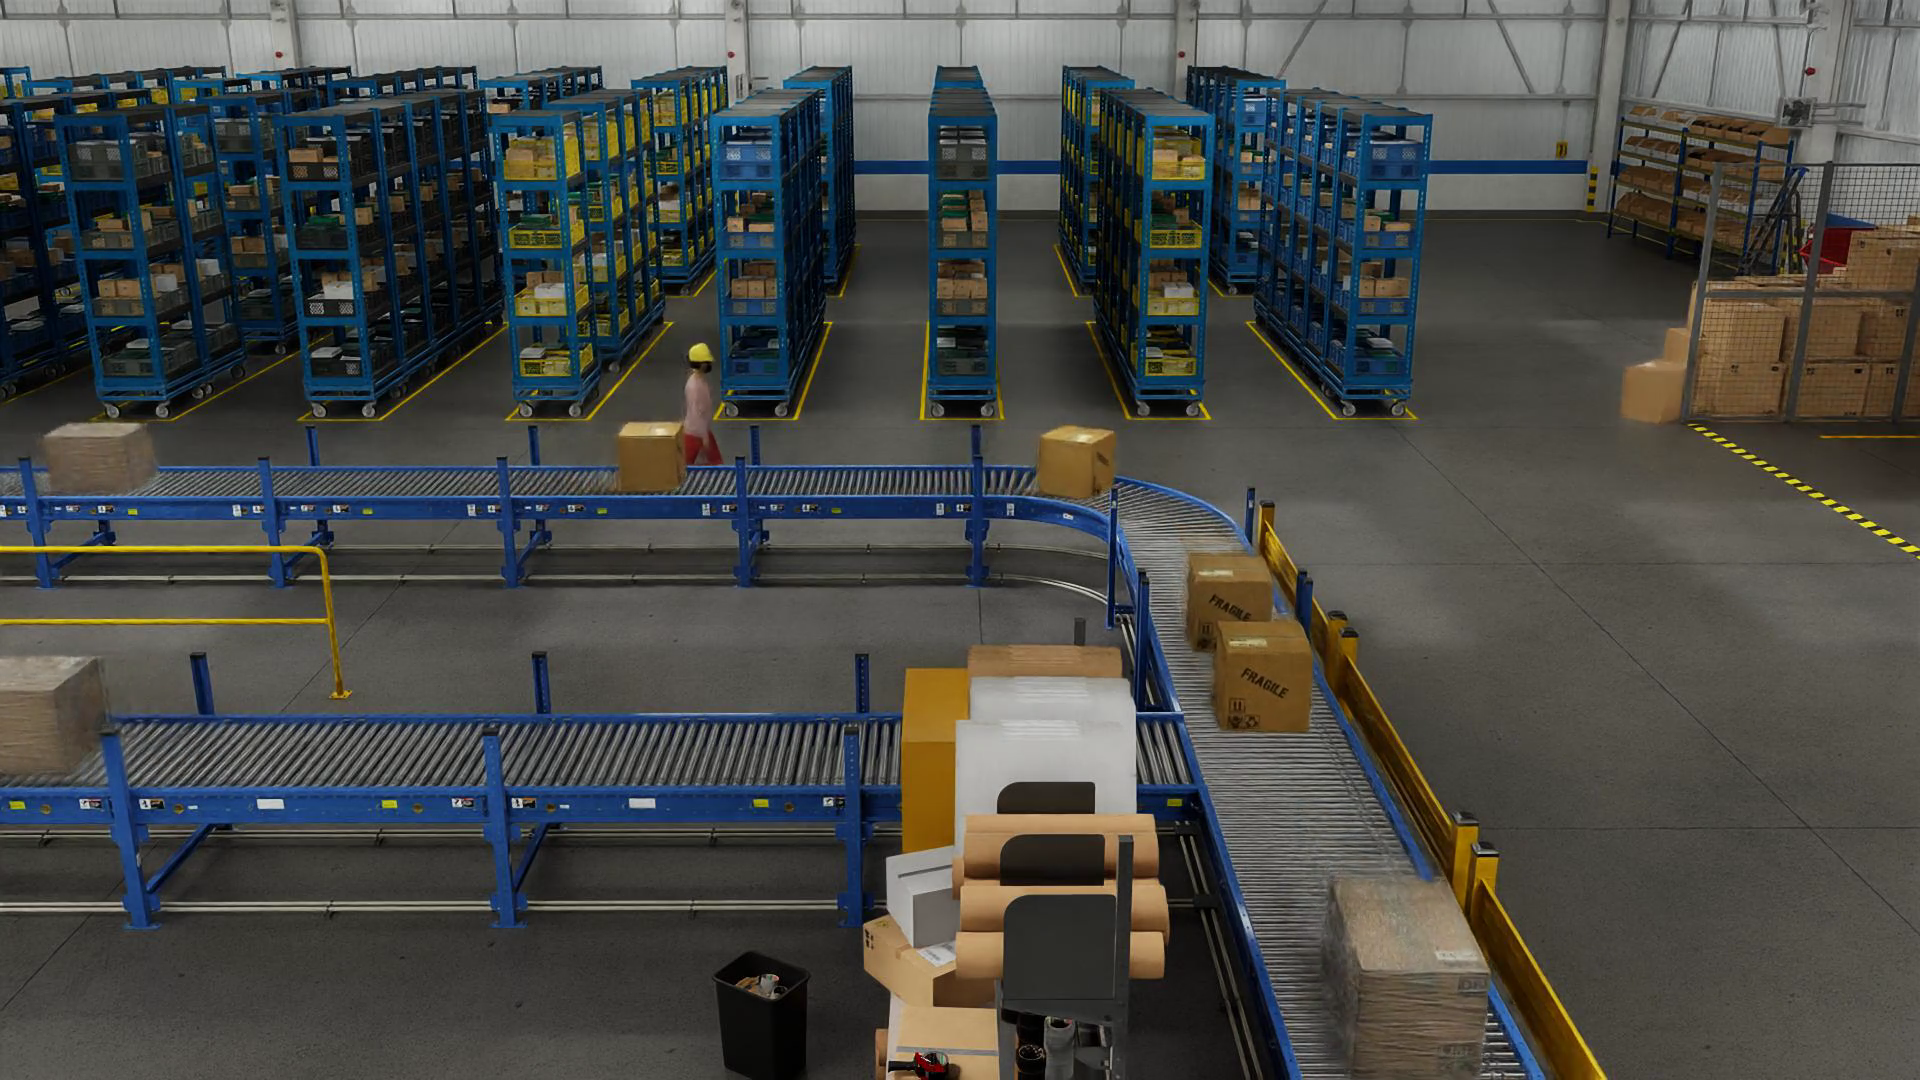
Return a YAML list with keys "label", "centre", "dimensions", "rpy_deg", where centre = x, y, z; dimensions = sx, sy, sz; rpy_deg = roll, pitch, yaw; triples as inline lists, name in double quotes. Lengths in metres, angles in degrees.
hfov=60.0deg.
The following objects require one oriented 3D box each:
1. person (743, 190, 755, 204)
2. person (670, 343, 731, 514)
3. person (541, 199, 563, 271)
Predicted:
- label: "person"
  centre: [-3.900, -5.883, 30.571]
  dimensions: [0.433, 1.981, 0.631]
  rpy_deg: [-4, 18, -12]
- label: "person"
  centre: [-2.543, -1.056, 16.110]
  dimensions: [0.926, 1.721, 0.534]
  rpy_deg: [1, 18, 2]
- label: "person"
  centre: [-6.460, -4.580, 26.781]
  dimensions: [0.599, 1.830, 0.404]
  rpy_deg: [-6, 19, -18]
